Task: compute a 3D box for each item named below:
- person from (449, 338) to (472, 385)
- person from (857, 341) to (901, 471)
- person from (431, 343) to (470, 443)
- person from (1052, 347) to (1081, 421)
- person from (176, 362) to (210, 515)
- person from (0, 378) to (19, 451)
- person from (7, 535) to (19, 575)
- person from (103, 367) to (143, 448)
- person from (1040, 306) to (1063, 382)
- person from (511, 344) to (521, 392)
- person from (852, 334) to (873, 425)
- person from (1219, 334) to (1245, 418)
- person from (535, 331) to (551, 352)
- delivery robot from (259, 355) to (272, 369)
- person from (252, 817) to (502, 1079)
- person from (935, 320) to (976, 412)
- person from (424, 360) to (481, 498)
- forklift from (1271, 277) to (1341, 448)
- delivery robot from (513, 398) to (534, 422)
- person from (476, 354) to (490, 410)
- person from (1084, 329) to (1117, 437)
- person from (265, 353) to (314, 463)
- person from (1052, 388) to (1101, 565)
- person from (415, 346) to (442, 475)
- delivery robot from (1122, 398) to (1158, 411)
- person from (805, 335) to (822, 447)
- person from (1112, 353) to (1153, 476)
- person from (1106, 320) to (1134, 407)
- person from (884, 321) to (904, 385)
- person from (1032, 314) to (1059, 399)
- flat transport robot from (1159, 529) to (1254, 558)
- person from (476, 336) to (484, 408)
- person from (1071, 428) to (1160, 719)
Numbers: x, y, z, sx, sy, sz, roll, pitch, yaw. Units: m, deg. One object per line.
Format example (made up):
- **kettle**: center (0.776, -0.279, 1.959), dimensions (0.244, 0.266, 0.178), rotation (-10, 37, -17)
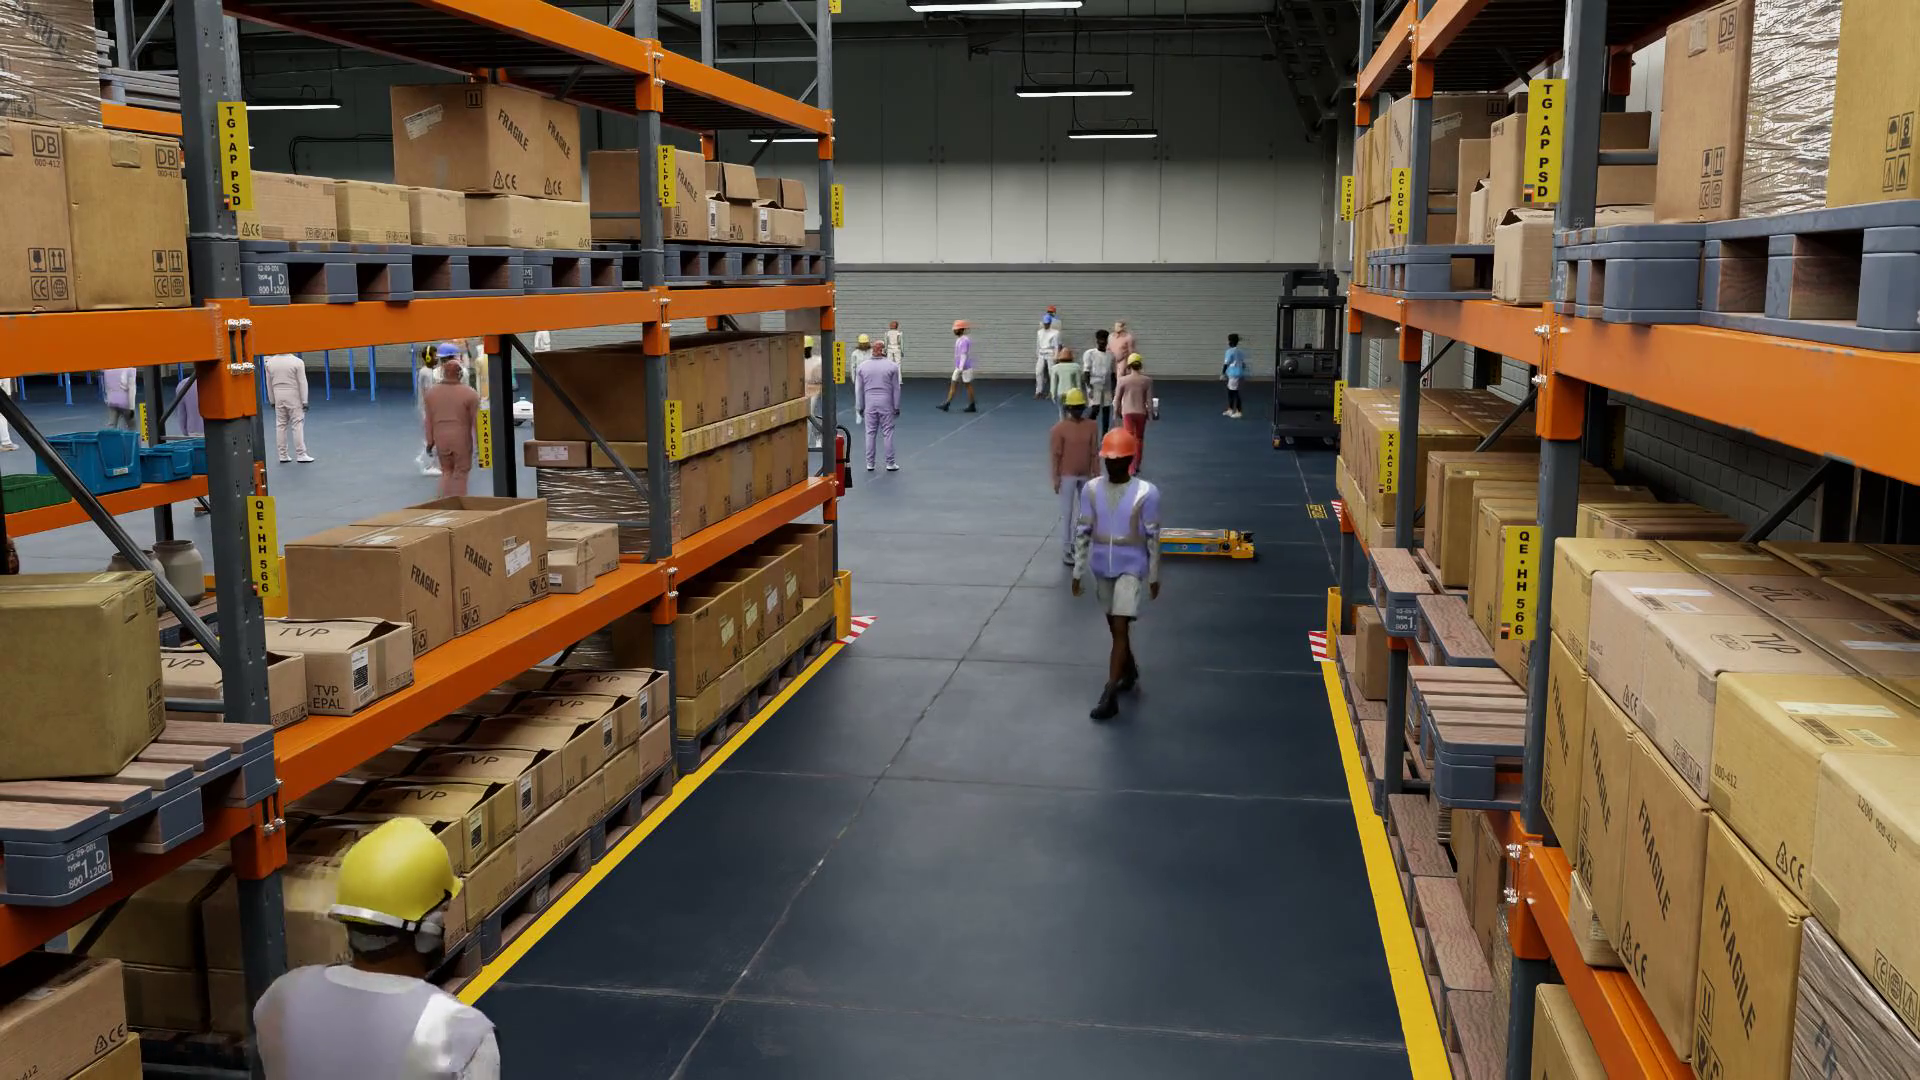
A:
- **person**: center (-12.601, -4.688, 42.022), dimensions (0.569, 1.613, 0.415), rotation (-6, 11, -34)
- **person**: center (-1.178, -1.965, 24.376), dimensions (0.642, 1.901, 0.401), rotation (2, 9, 11)
- **person**: center (-7.080, -1.784, 23.168), dimensions (0.609, 1.932, 0.474), rotation (3, 10, 16)
- **person**: center (1.815, -2.498, 28.512), dimensions (0.508, 1.617, 0.612), rotation (2, 9, 13)
- **person**: center (-9.042, -1.260, 19.927), dimensions (0.629, 1.933, 0.379), rotation (2, 9, 11)
- **person**: center (-15.735, -2.403, 27.116), dimensions (0.575, 1.886, 0.362), rotation (2, 9, 11)
- **person**: center (-4.849, 0.754, 8.420), dimensions (0.500, 1.633, 0.289), rotation (2, 9, 11)
- **person**: center (-12.661, -2.050, 25.022), dimensions (0.590, 1.882, 0.983), rotation (2, 9, 11)
- **person**: center (2.414, -5.185, 43.971), dimensions (0.612, 1.984, 0.401), rotation (2, 9, 11)
- **person**: center (-10.971, -4.459, 40.075), dimensions (0.584, 1.791, 0.978), rotation (-8, 12, -39)
- **person**: center (-1.799, -3.043, 31.580), dimensions (0.490, 1.722, 0.659), rotation (-1, 9, -9)
- **person**: center (5.382, -3.259, 33.044), dimensions (0.642, 1.666, 0.531), rotation (7, 11, 36)
- **person**: center (-8.993, -3.884, 35.762), dimensions (0.393, 2.044, 0.609), rotation (-5, 10, -27)
- **delivery robot**: center (-19.795, -5.084, 47.585), dimensions (0.707, 0.478, 0.477), rotation (1, 9, 9)
- **person**: center (-1.204, 1.477, 3.435), dimensions (0.594, 1.809, 0.800), rotation (3, 10, 17)
- **person**: center (-0.069, -3.574, 34.302), dimensions (0.948, 1.891, 0.569), rotation (-3, 10, -19)
- **person**: center (-5.868, -1.154, 19.411), dimensions (0.675, 1.885, 0.595), rotation (0, 9, 3)
- **forklift**: center (5.847, -3.016, 27.970), dimensions (1.129, 2.768, 1.873), rotation (1, 9, 9)
- **delivery robot**: center (-8.199, -2.431, 31.221), dimensions (0.707, 0.478, 0.477), rotation (1, 9, 9)
- **person**: center (-7.518, -2.369, 26.795), dimensions (0.566, 1.918, 0.657), rotation (-1, 9, -8)
- **person**: center (2.377, -2.561, 27.914), dimensions (0.626, 1.943, 0.431), rotation (-3, 10, -18)
- **person**: center (-10.237, -2.137, 25.408), dimensions (0.642, 1.910, 0.401), rotation (2, 9, 11)
- **person**: center (1.167, -0.647, 16.712), dimensions (0.550, 1.782, 0.407), rotation (-4, 10, -25)
- **person**: center (-7.569, -1.849, 23.837), dimensions (0.389, 1.847, 0.523), rotation (-2, 9, -11)
- **delivery robot**: center (3.548, -2.676, 32.723), dimensions (0.707, 0.478, 0.477), rotation (-4, 10, -27)
- **person**: center (-2.433, -2.362, 26.861), dimensions (0.600, 1.893, 0.928), rotation (5, 10, 27)
- **person**: center (2.468, -1.799, 23.844), dimensions (0.542, 1.732, 0.806), rotation (-1, 9, -8)
- **person**: center (3.447, -3.838, 36.081), dimensions (0.643, 1.858, 1.010), rotation (8, 12, 40)
- **person**: center (-1.685, -4.782, 42.546), dimensions (0.515, 1.639, 0.314), rotation (2, 9, 11)
- **person**: center (1.935, -4.146, 37.741), dimensions (0.633, 1.916, 0.821), rotation (7, 11, 35)
- **flat transport robot**: center (2.319, 0.022, 17.257), dimensions (1.431, 0.197, 0.652), rotation (1, 9, 9)
- **person**: center (-10.130, -3.665, 35.770), dimensions (0.524, 1.600, 0.795), rotation (2, 10, 15)
- **person**: center (1.074, 0.177, 11.237), dimensions (0.563, 1.896, 1.011), rotation (5, 10, 26)
